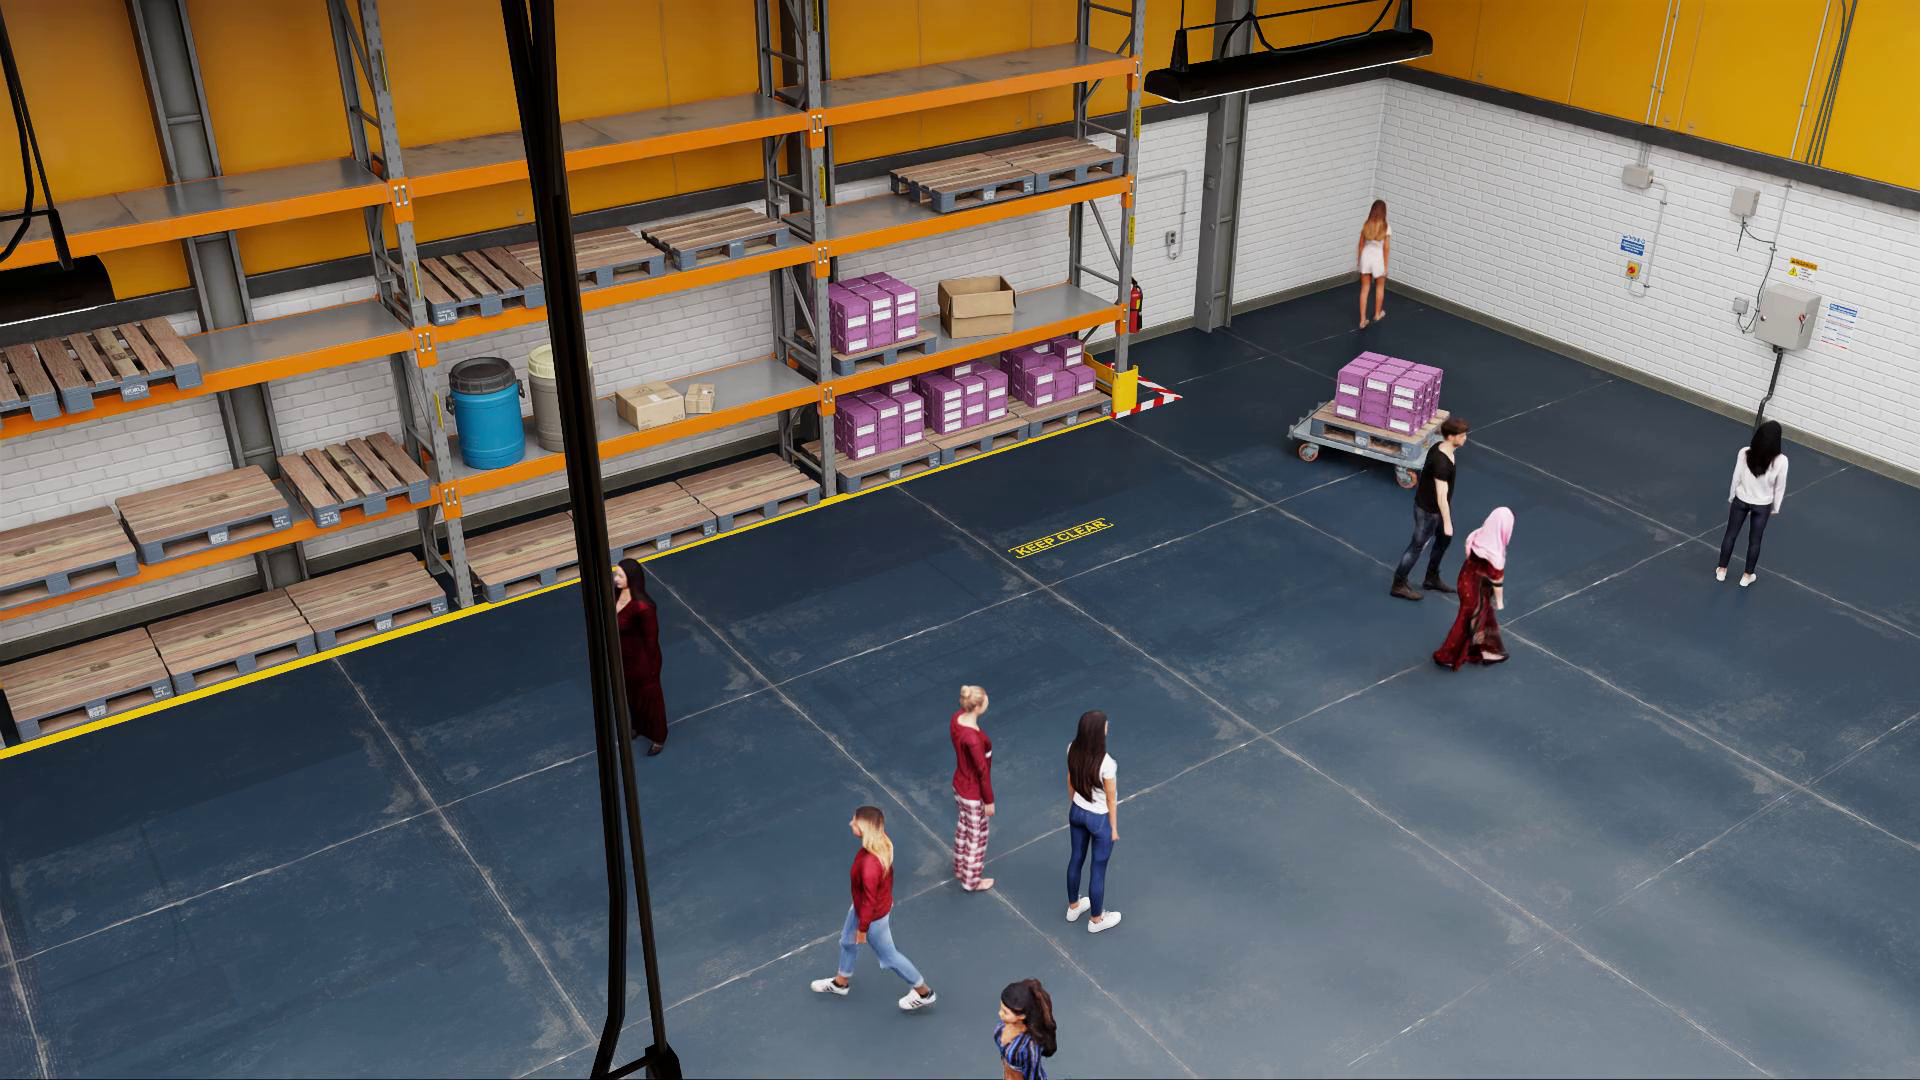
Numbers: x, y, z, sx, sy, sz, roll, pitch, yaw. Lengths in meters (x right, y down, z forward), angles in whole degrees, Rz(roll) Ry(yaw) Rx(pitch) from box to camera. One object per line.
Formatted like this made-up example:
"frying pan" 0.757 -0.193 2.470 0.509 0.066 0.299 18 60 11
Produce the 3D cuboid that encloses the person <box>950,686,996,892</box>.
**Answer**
"person" 0.080 1.759 11.850 0.581 1.705 0.657 -10 30 -18

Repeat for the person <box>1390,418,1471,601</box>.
"person" 4.277 -0.296 15.445 1.030 1.870 0.972 9 30 17

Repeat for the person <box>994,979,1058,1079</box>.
"person" 0.441 3.110 9.491 1.075 1.592 0.783 -11 30 -18

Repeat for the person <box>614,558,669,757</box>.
"person" -2.583 0.916 13.342 0.641 1.757 0.691 -24 37 -37

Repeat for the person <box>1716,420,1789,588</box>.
"person" 7.504 -0.363 15.748 0.693 1.698 0.685 17 33 28

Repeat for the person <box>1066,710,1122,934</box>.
"person" 0.902 1.930 11.464 0.546 1.774 0.612 -23 36 -36

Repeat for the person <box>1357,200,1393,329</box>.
"person" 5.342 -3.565 21.635 0.804 1.682 0.936 15 32 26

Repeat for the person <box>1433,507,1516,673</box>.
"person" 4.381 0.458 14.361 1.034 1.585 0.913 -2 29 -3

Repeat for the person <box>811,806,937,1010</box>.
"person" -0.487 2.419 10.757 1.149 1.593 1.040 2 29 4
